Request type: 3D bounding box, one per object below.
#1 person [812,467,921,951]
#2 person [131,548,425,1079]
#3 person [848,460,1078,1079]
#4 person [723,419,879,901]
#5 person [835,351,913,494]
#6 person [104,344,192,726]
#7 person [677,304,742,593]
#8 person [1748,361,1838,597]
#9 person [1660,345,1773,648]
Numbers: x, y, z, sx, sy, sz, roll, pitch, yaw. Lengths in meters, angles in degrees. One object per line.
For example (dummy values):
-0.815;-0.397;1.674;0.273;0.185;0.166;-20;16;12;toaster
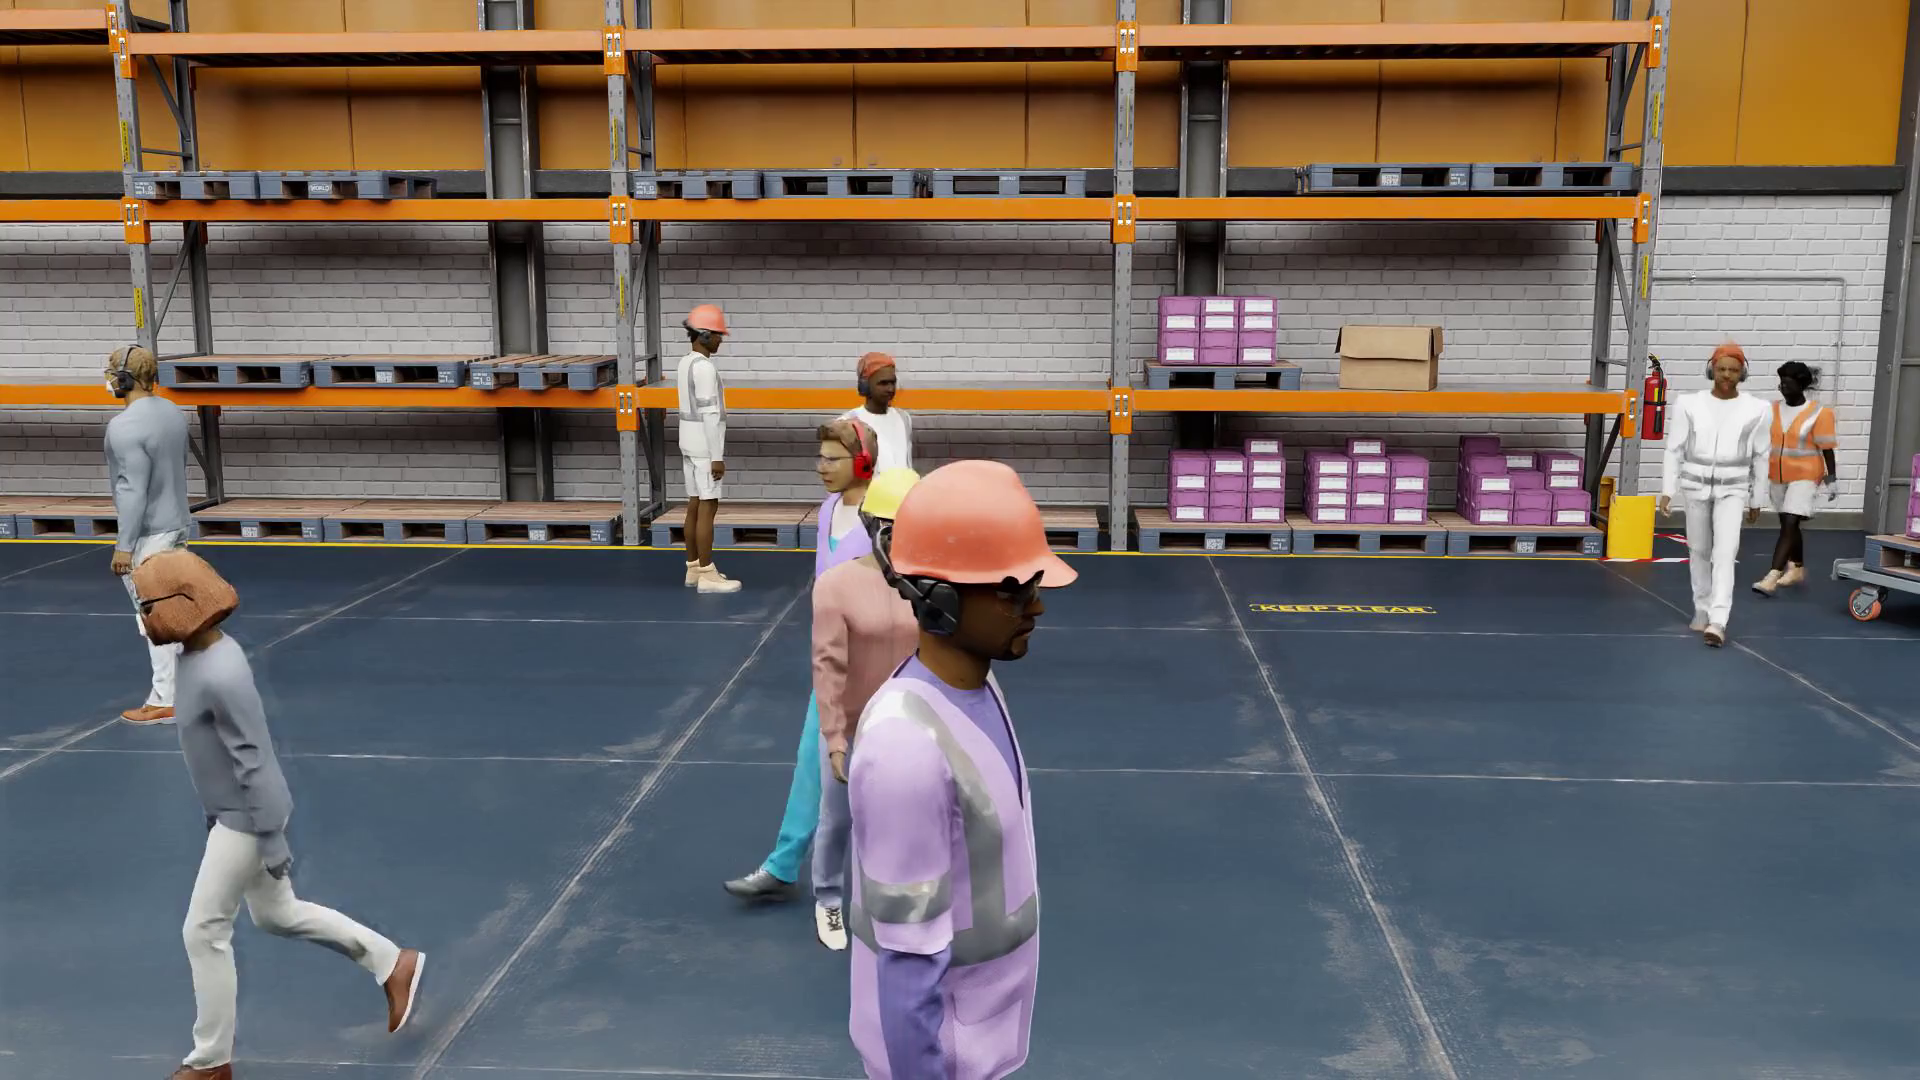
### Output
-0.263;0.607;5.458;0.532;1.712;0.943;-5;11;-25;person
-1.984;0.783;4.808;0.769;1.587;0.509;-6;11;-30;person
0.007;0.873;2.921;0.386;2.041;0.615;1;10;9;person
-0.388;0.449;6.128;0.964;1.790;0.586;-6;12;-33;person
-0.434;-0.057;8.848;0.358;1.882;0.608;7;12;36;person
-4.130;-0.026;8.486;0.370;1.941;0.627;0;10;-1;person
-1.799;-0.645;11.820;0.377;2.041;0.607;-5;11;-26;person
5.811;-0.432;11.698;0.865;1.636;0.608;-5;11;-29;person
4.661;-0.279;10.293;0.583;1.828;0.996;6;11;30;person
